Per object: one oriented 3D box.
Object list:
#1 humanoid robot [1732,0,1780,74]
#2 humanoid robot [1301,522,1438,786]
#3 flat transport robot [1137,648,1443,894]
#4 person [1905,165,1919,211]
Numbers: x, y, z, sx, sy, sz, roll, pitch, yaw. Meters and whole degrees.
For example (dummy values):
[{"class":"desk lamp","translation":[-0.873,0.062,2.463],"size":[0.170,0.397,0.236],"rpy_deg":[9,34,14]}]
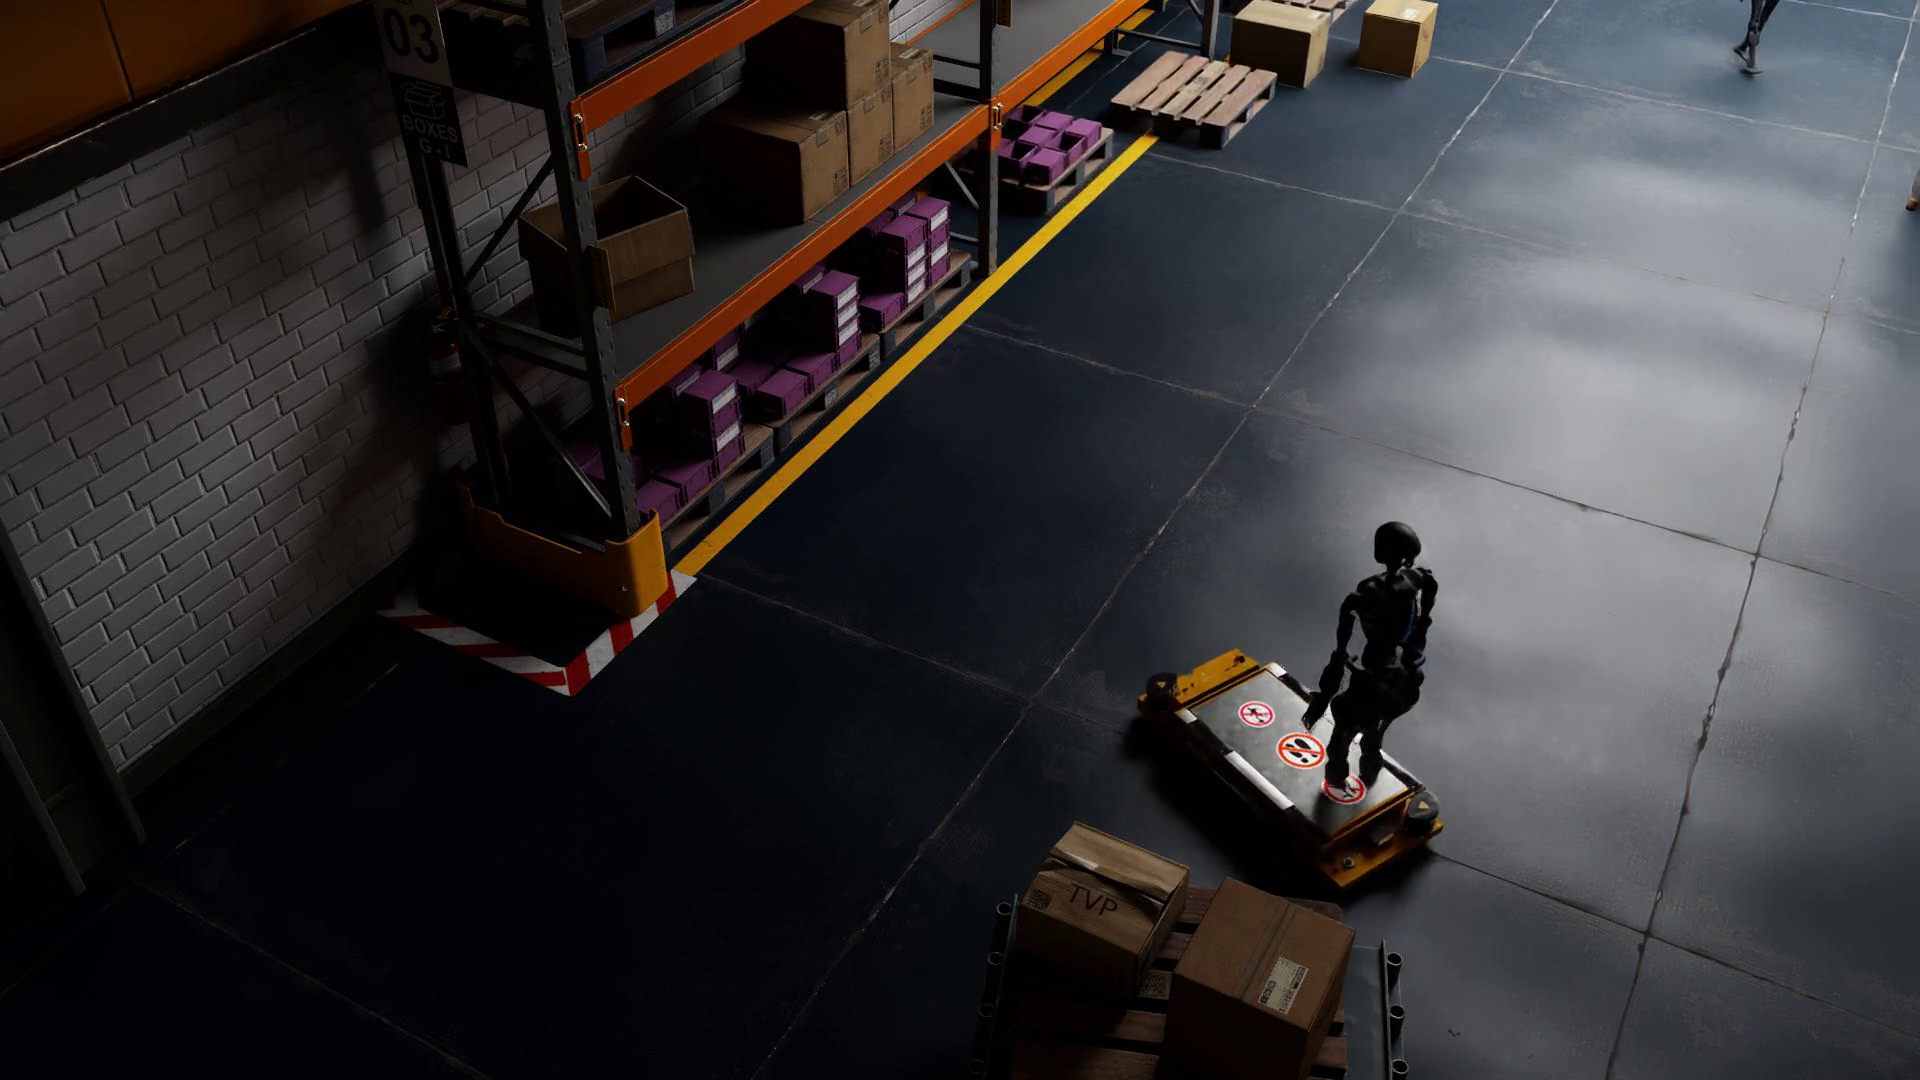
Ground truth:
[{"class":"humanoid robot","translation":[6.953,-4.791,14.107],"size":[0.596,1.630,0.740],"rpy_deg":[-4,39,-5]},{"class":"humanoid robot","translation":[1.806,0.640,7.298],"size":[0.596,1.642,0.370],"rpy_deg":[-20,43,-23]},{"class":"flat transport robot","translation":[1.549,1.034,7.926],"size":[0.659,0.231,1.431],"rpy_deg":[-23,44,-26]},{"class":"person","translation":[7.314,-3.205,11.925],"size":[0.349,1.898,0.570],"rpy_deg":[-32,48,-33]}]
